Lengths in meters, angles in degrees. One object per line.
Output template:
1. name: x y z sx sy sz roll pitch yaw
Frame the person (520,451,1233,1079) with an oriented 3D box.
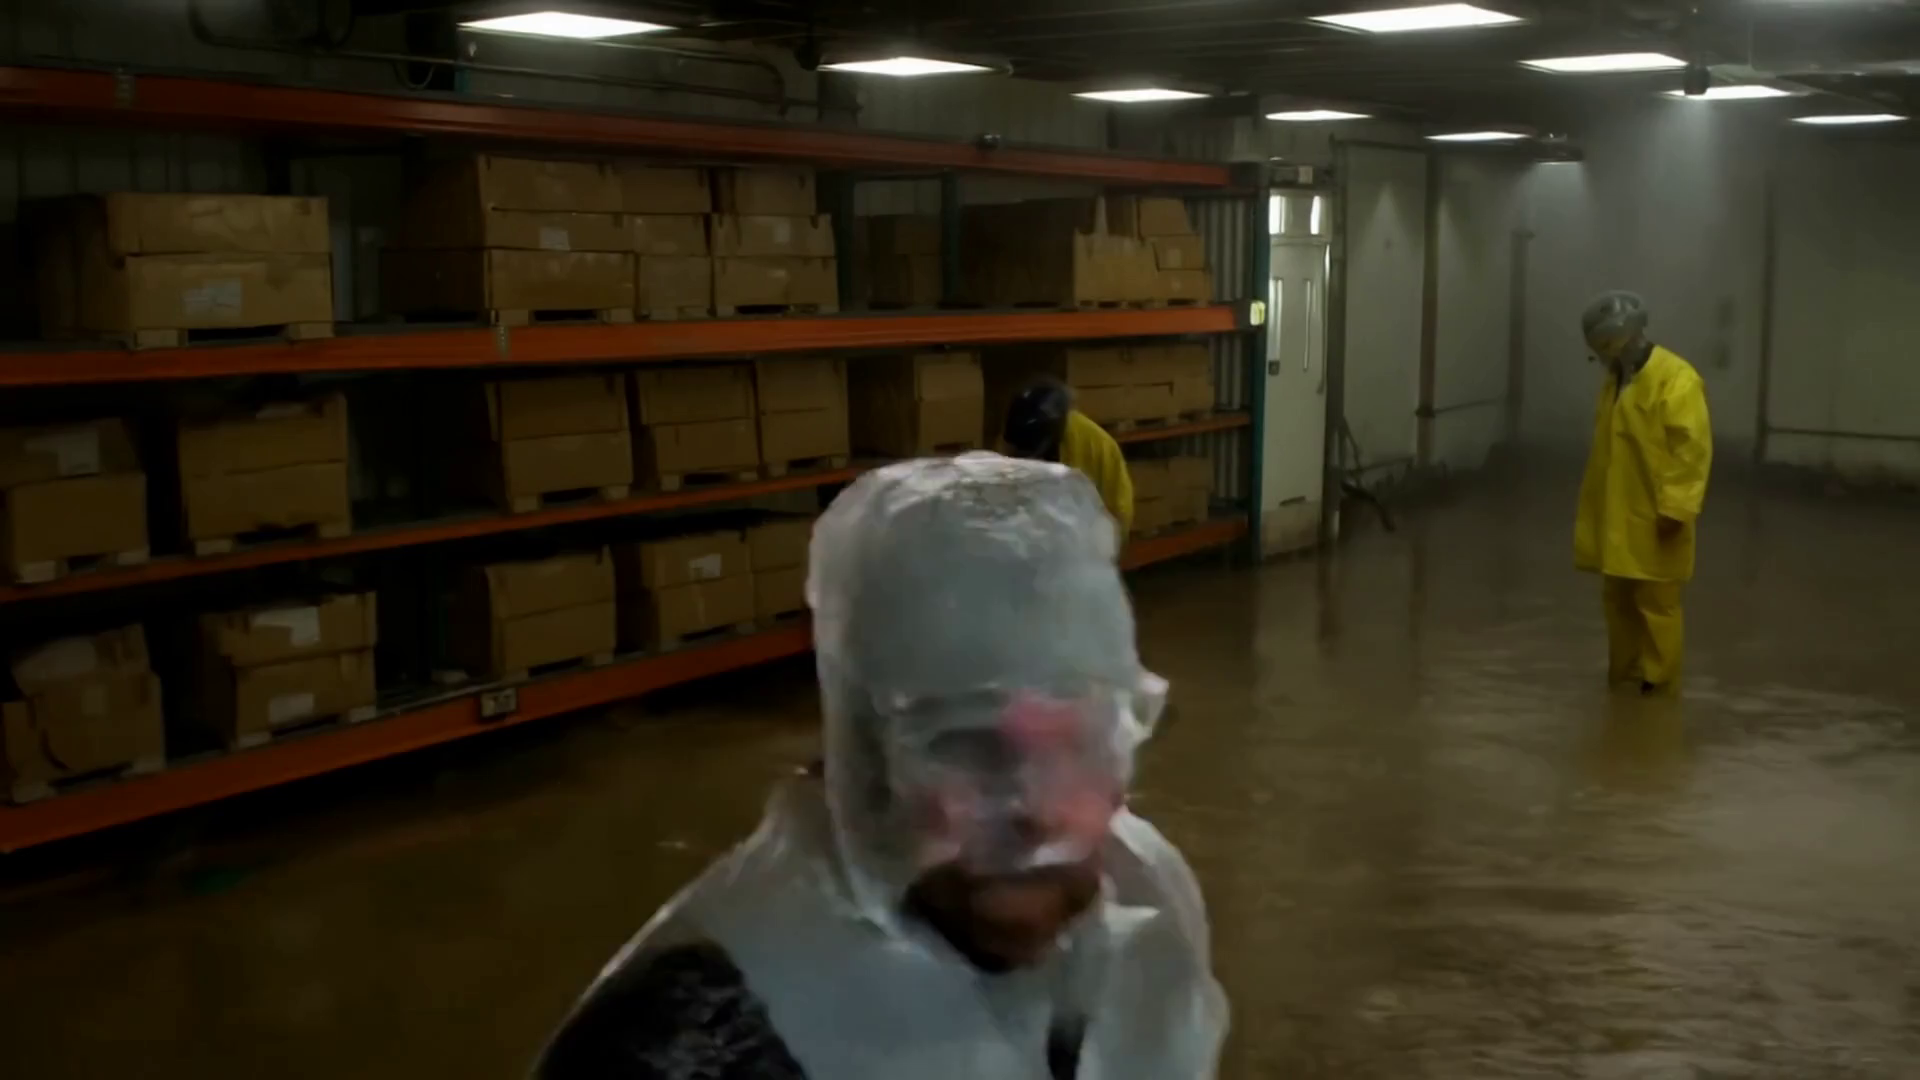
1. person: -0.049 0.863 1.279 0.534 1.891 0.646 8 13 40
